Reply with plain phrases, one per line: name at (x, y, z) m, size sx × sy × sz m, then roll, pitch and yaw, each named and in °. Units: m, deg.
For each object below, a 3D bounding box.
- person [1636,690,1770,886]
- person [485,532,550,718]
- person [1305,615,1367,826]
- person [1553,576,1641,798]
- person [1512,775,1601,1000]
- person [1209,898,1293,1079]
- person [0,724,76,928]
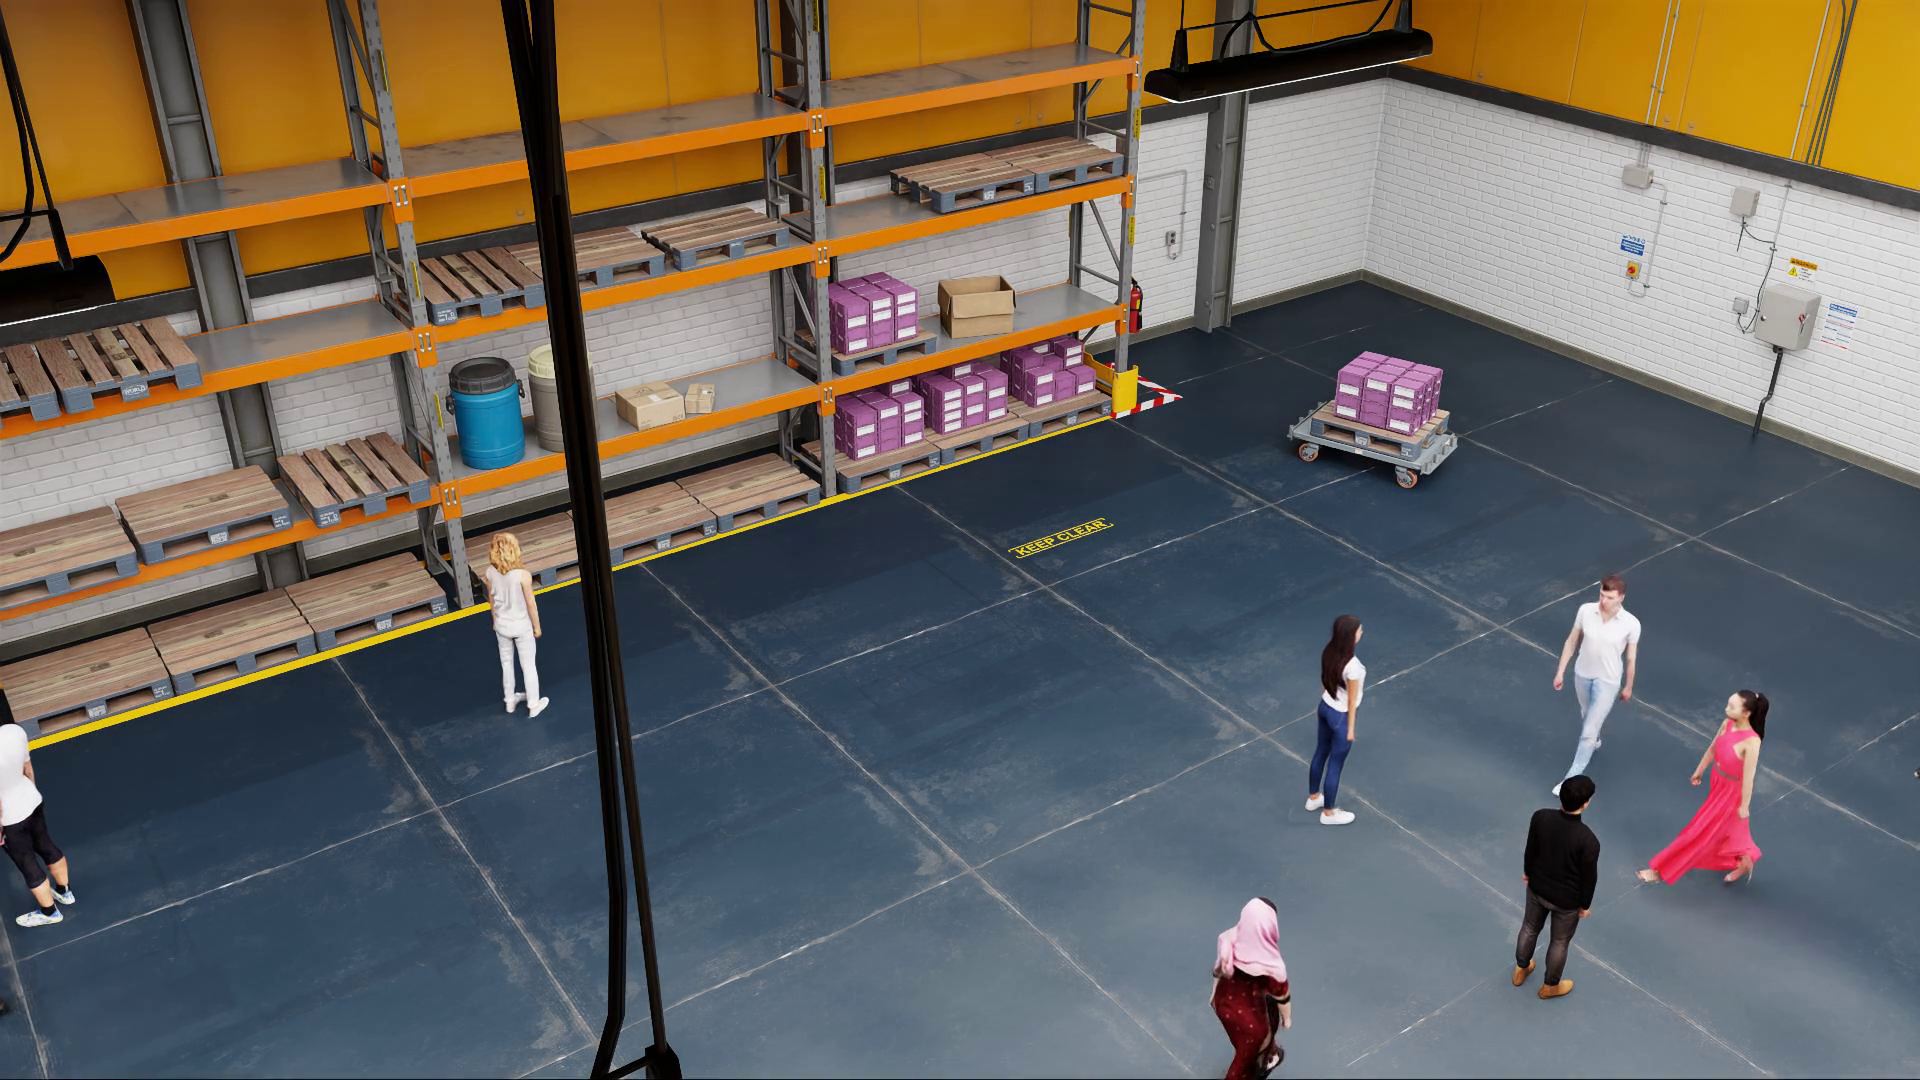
person at (5.513, 1.809, 11.797) m, size 1.221 × 1.669 × 1.028 m, roll -1°, pitch 29°, yaw -1°
person at (-3.718, 0.700, 13.830) m, size 0.681 × 1.668 × 0.729 m, roll 7°, pitch 29°, yaw 13°
person at (2.835, 1.341, 12.544) m, size 0.626 × 1.775 × 0.649 m, roll -8°, pitch 30°, yaw -14°
person at (5.021, 1.061, 13.030) m, size 1.243 × 1.801 × 0.828 m, roll -25°, pitch 38°, yaw -38°
person at (3.916, 2.264, 10.906) m, size 0.563 × 1.723 × 0.666 m, roll -23°, pitch 36°, yaw -35°
person at (1.667, 2.862, 9.949) m, size 1.090 × 1.589 × 0.688 m, roll -22°, pitch 35°, yaw -34°
person at (-6.526, 1.860, 11.514) m, size 0.784 × 1.850 × 0.745 m, roll 3°, pitch 29°, yaw 5°
